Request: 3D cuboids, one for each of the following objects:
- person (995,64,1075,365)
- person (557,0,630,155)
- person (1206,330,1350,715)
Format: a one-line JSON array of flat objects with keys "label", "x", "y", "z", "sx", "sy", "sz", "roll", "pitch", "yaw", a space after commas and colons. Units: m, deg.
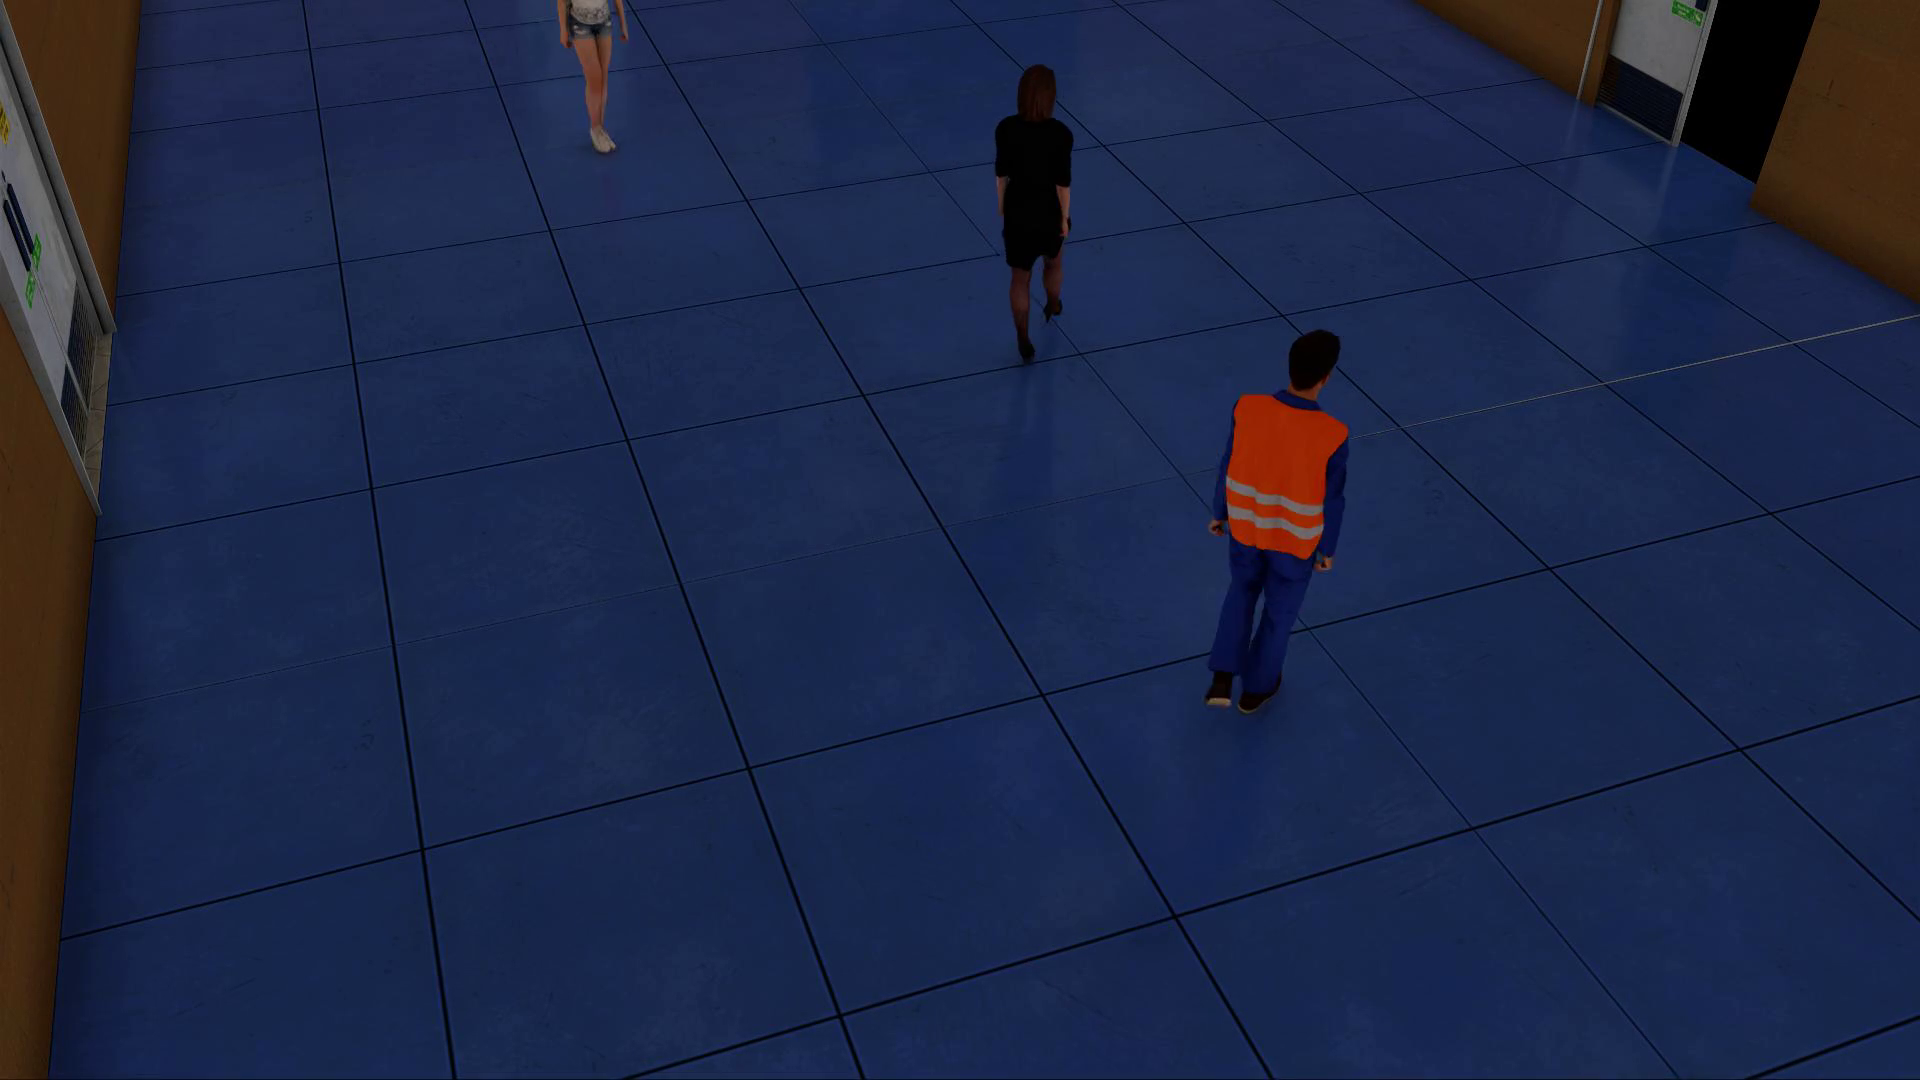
[{"label": "person", "x": 0.387, "y": -1.738, "z": 9.163, "sx": 0.935, "sy": 1.684, "sz": 0.936, "roll": 9, "pitch": 38, "yaw": 11}, {"label": "person", "x": -2.619, "y": -3.579, "z": 11.575, "sx": 0.640, "sy": 1.750, "sz": 0.749, "roll": -27, "pitch": 44, "yaw": -31}, {"label": "person", "x": 1.226, "y": 0.031, "z": 6.684, "sx": 0.936, "sy": 1.848, "sz": 1.001, "roll": 19, "pitch": 41, "yaw": 23}]
